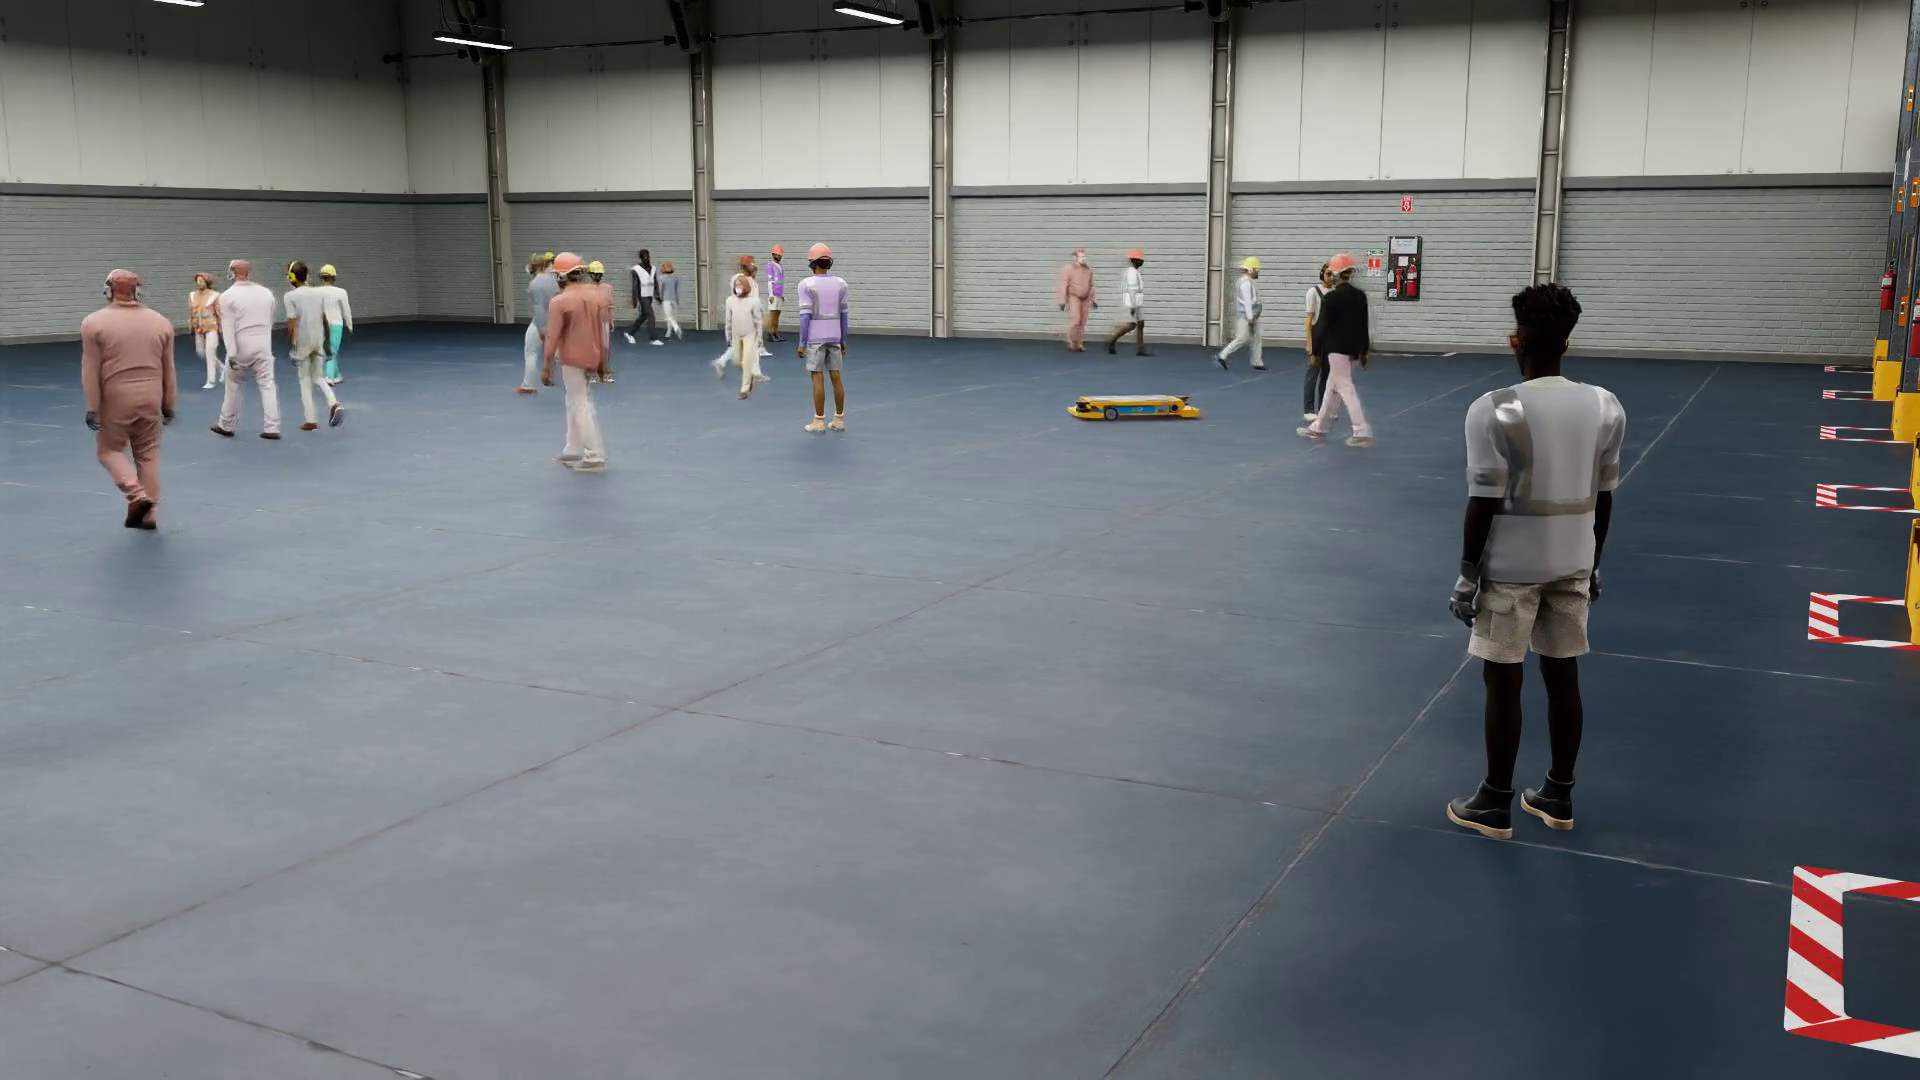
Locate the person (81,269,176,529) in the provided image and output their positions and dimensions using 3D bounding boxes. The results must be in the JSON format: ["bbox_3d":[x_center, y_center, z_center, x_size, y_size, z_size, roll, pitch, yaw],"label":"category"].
[{"bbox_3d":[-5.963,-0.994,11.962,0.464,1.888,0.664,8,13,39],"label":"person"}]

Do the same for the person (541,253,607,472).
[{"bbox_3d":[-3.561,-1.603,15.060,0.830,1.961,0.645,5,12,27],"label":"person"}]

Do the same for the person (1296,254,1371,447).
[{"bbox_3d":[3.856,-1.930,16.936,0.638,1.941,1.019,-8,13,-38],"label":"person"}]

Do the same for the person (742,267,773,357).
[{"bbox_3d":[-3.703,-4.033,29.337,0.851,1.596,0.530,4,11,21],"label":"person"}]

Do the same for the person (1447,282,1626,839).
[{"bbox_3d":[2.020,0.083,5.886,0.606,1.966,0.367,-3,11,-17],"label":"person"}]

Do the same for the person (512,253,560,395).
[{"bbox_3d":[-5.506,-2.870,22.194,0.974,1.908,0.642,1,10,7],"label":"person"}]

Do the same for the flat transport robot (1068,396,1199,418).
[{"bbox_3d":[2.027,-1.568,19.511,1.431,0.197,0.652,-1,10,-6],"label":"flat transport robot"}]

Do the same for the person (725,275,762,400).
[{"bbox_3d":[-2.815,-2.663,21.829,0.504,1.615,0.612,3,11,16],"label":"person"}]

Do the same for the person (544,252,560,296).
[{"bbox_3d":[-8.841,-5.335,35.998,0.332,1.761,0.526,3,11,18],"label":"person"}]

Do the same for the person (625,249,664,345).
[{"bbox_3d":[-6.213,-4.749,32.500,0.951,1.876,0.594,5,12,27],"label":"person"}]

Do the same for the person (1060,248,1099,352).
[{"bbox_3d":[2.179,-4.371,30.388,0.673,1.887,0.444,-7,13,-35],"label":"person"}]

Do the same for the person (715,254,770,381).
[{"bbox_3d":[-3.190,-3.239,24.303,0.740,1.860,0.585,4,11,20],"label":"person"}]

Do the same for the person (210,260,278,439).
[{"bbox_3d":[-7.546,-1.998,17.510,0.965,1.861,0.650,8,13,37],"label":"person"}]

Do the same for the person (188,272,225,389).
[{"bbox_3d":[-10.502,-2.941,23.298,0.518,1.621,0.624,3,11,13],"label":"person"}]

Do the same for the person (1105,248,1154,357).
[{"bbox_3d":[3.000,-4.173,29.252,0.792,1.913,0.549,3,11,14],"label":"person"}]

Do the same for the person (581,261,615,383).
[{"bbox_3d":[-5.232,-3.140,24.035,0.518,1.757,0.341,-9,14,-42],"label":"person"}]

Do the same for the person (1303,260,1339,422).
[{"bbox_3d":[4.179,-2.280,19.106,0.511,1.842,0.327,-6,12,-31],"label":"person"}]

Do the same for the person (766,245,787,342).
[{"bbox_3d":[-3.660,-4.930,33.312,0.377,1.932,0.548,4,11,20],"label":"person"}]

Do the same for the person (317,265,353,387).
[{"bbox_3d":[-8.943,-3.044,23.627,0.540,1.720,0.916,0,10,-1],"label":"person"}]

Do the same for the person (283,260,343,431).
[{"bbox_3d":[-7.037,-2.103,18.095,0.513,1.858,0.562,7,13,35],"label":"person"}]

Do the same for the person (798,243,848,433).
[{"bbox_3d":[-1.500,-2.176,17.991,0.610,2.043,0.397,-8,13,-36],"label":"person"}]

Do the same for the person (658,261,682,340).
[{"bbox_3d":[-5.836,-4.813,33.569,0.675,1.614,0.503,9,14,40],"label":"person"}]

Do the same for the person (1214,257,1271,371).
[{"bbox_3d":[4.453,-3.535,26.073,0.808,1.804,0.591,4,11,19],"label":"person"}]

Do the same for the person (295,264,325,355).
[{"bbox_3d":[-11.437,-4.034,29.255,0.610,1.617,0.548,-6,12,-29],"label":"person"}]
